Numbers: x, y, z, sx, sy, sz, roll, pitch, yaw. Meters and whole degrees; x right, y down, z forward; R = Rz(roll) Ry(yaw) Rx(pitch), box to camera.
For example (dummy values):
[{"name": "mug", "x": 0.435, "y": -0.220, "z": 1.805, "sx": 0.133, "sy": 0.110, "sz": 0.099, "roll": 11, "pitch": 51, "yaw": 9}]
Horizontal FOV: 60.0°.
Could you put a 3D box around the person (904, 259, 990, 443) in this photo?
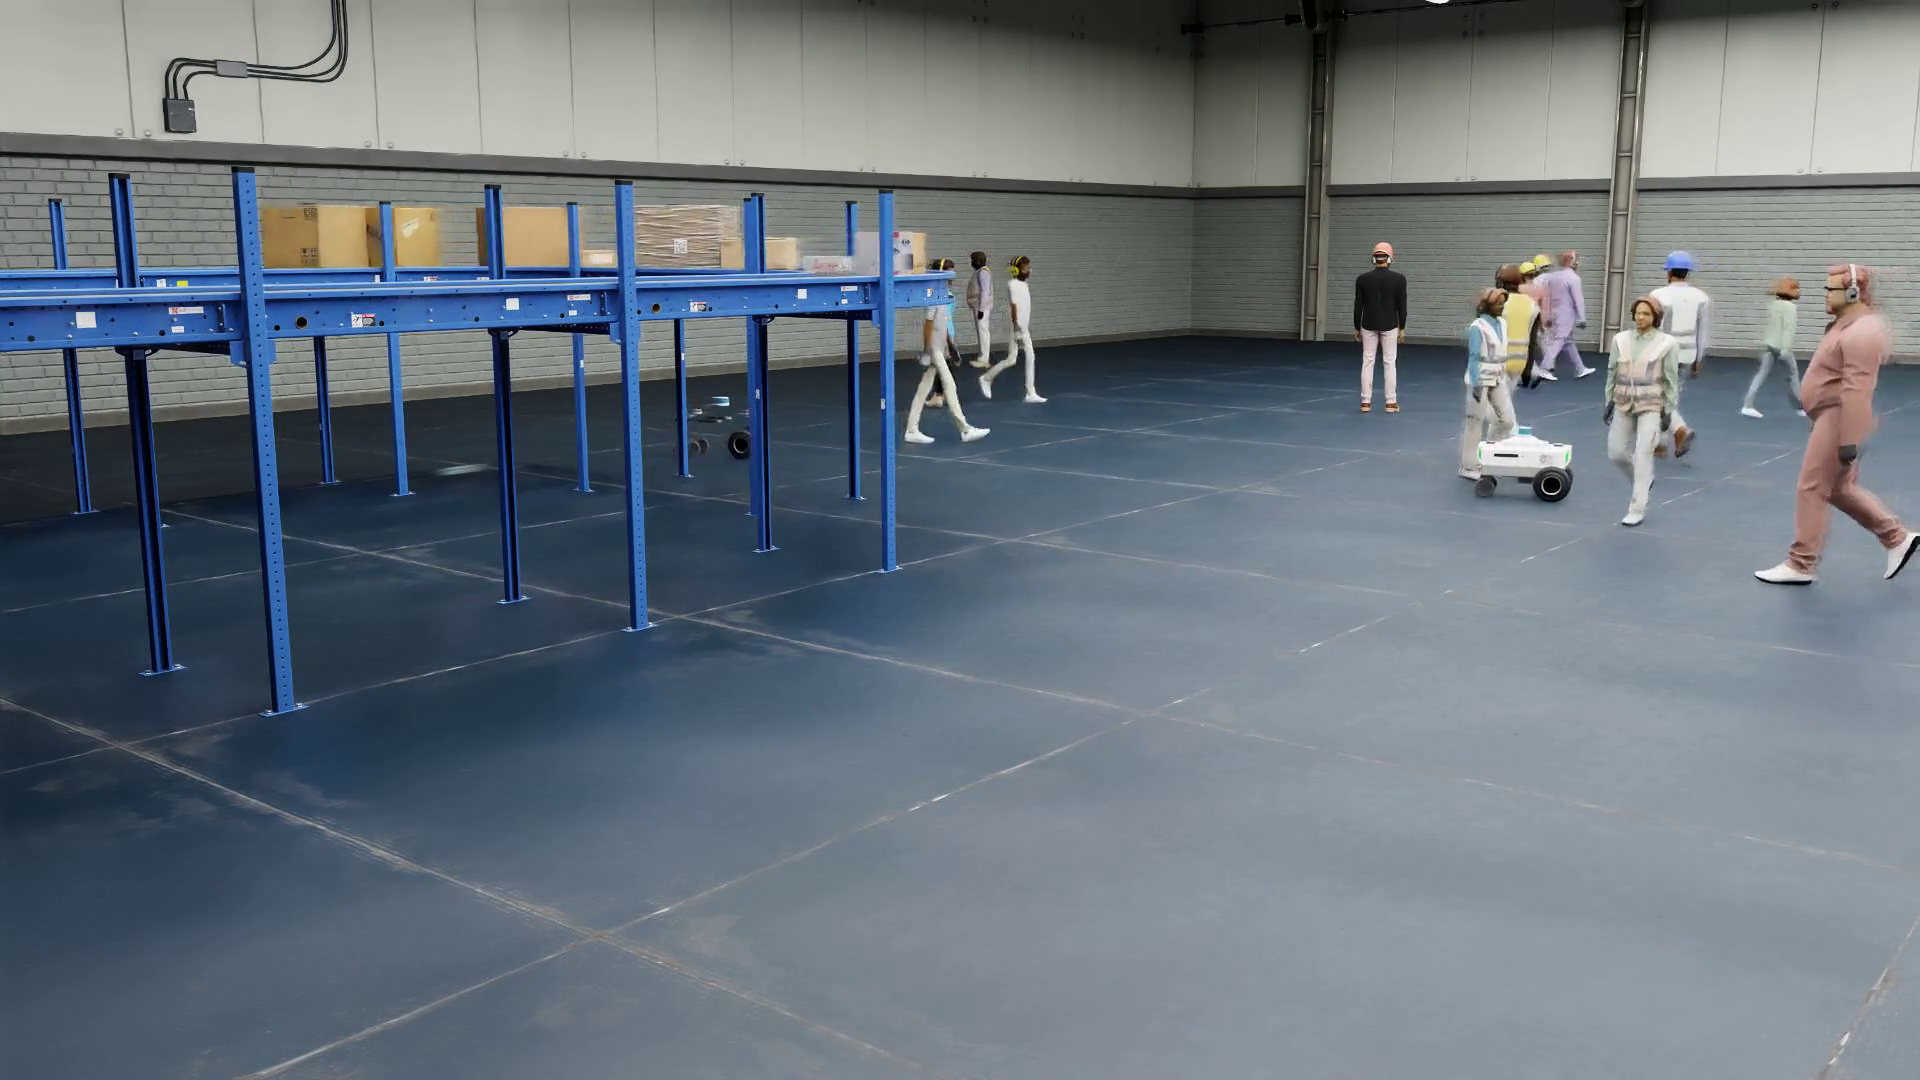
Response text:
[{"name": "person", "x": -0.131, "y": -1.874, "z": 16.567, "sx": 0.932, "sy": 1.823, "sz": 0.531, "roll": 1, "pitch": 10, "yaw": 4}]

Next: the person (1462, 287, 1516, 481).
[{"name": "person", "x": 4.426, "y": -1.296, "z": 13.917, "sx": 0.550, "sy": 1.620, "sz": 0.431, "roll": -9, "pitch": 13, "yaw": -40}]

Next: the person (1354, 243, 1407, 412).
[{"name": "person", "x": 4.972, "y": -2.514, "z": 19.683, "sx": 0.611, "sy": 1.985, "sz": 0.402, "roll": 4, "pitch": 11, "yaw": 22}]

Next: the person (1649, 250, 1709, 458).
[{"name": "person", "x": 6.599, "y": -1.699, "z": 15.336, "sx": 0.616, "sy": 1.923, "sz": 0.752, "roll": -2, "pitch": 10, "yaw": -12}]

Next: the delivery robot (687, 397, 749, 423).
[{"name": "delivery robot", "x": -2.228, "y": -1.236, "z": 15.702, "sx": 0.698, "sy": 0.223, "sz": 0.335, "roll": 2, "pitch": 10, "yaw": 9}]

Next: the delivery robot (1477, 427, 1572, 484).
[{"name": "delivery robot", "x": 4.476, "y": -0.656, "z": 13.209, "sx": 0.707, "sy": 0.478, "sz": 0.477, "roll": 4, "pitch": 11, "yaw": 22}]

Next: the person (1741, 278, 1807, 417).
[{"name": "person", "x": 9.368, "y": -2.181, "z": 18.926, "sx": 0.901, "sy": 1.580, "sz": 0.514, "roll": 0, "pitch": 10, "yaw": -1}]

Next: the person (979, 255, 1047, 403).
[{"name": "person", "x": 0.671, "y": -2.646, "z": 20.849, "sx": 0.834, "sy": 1.836, "sz": 0.508, "roll": 6, "pitch": 12, "yaw": 29}]

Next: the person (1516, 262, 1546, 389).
[{"name": "person", "x": 7.832, "y": -2.959, "z": 22.869, "sx": 0.527, "sy": 1.728, "sz": 0.849, "roll": -3, "pitch": 11, "yaw": -14}]

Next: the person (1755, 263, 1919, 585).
[{"name": "person", "x": 5.185, "y": -0.664, "z": 9.702, "sx": 0.796, "sy": 1.883, "sz": 0.648, "roll": 5, "pitch": 11, "yaw": 26}]

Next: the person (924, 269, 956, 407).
[{"name": "person", "x": -0.253, "y": -2.471, "z": 20.244, "sx": 0.318, "sy": 1.697, "sz": 0.534, "roll": 6, "pitch": 12, "yaw": 29}]

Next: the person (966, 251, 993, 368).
[{"name": "person", "x": 0.318, "y": -3.695, "z": 26.638, "sx": 0.430, "sy": 1.839, "sz": 0.624, "roll": 0, "pitch": 10, "yaw": -2}]

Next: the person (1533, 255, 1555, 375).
[{"name": "person", "x": 8.663, "y": -3.404, "z": 25.157, "sx": 0.903, "sy": 1.788, "sz": 0.595, "roll": 9, "pitch": 14, "yaw": 40}]

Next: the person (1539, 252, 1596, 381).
[{"name": "person", "x": 8.823, "y": -3.234, "z": 24.060, "sx": 1.033, "sy": 1.842, "sz": 0.649, "roll": -2, "pitch": 10, "yaw": -9}]

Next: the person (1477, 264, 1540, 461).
[{"name": "person", "x": 4.840, "y": -1.532, "z": 14.723, "sx": 0.620, "sy": 1.812, "sz": 0.773, "roll": -5, "pitch": 11, "yaw": -24}]

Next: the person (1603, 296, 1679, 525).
[{"name": "person", "x": 4.902, "y": -0.937, "z": 11.921, "sx": 0.496, "sy": 1.626, "sz": 0.524, "roll": -8, "pitch": 13, "yaw": -39}]
